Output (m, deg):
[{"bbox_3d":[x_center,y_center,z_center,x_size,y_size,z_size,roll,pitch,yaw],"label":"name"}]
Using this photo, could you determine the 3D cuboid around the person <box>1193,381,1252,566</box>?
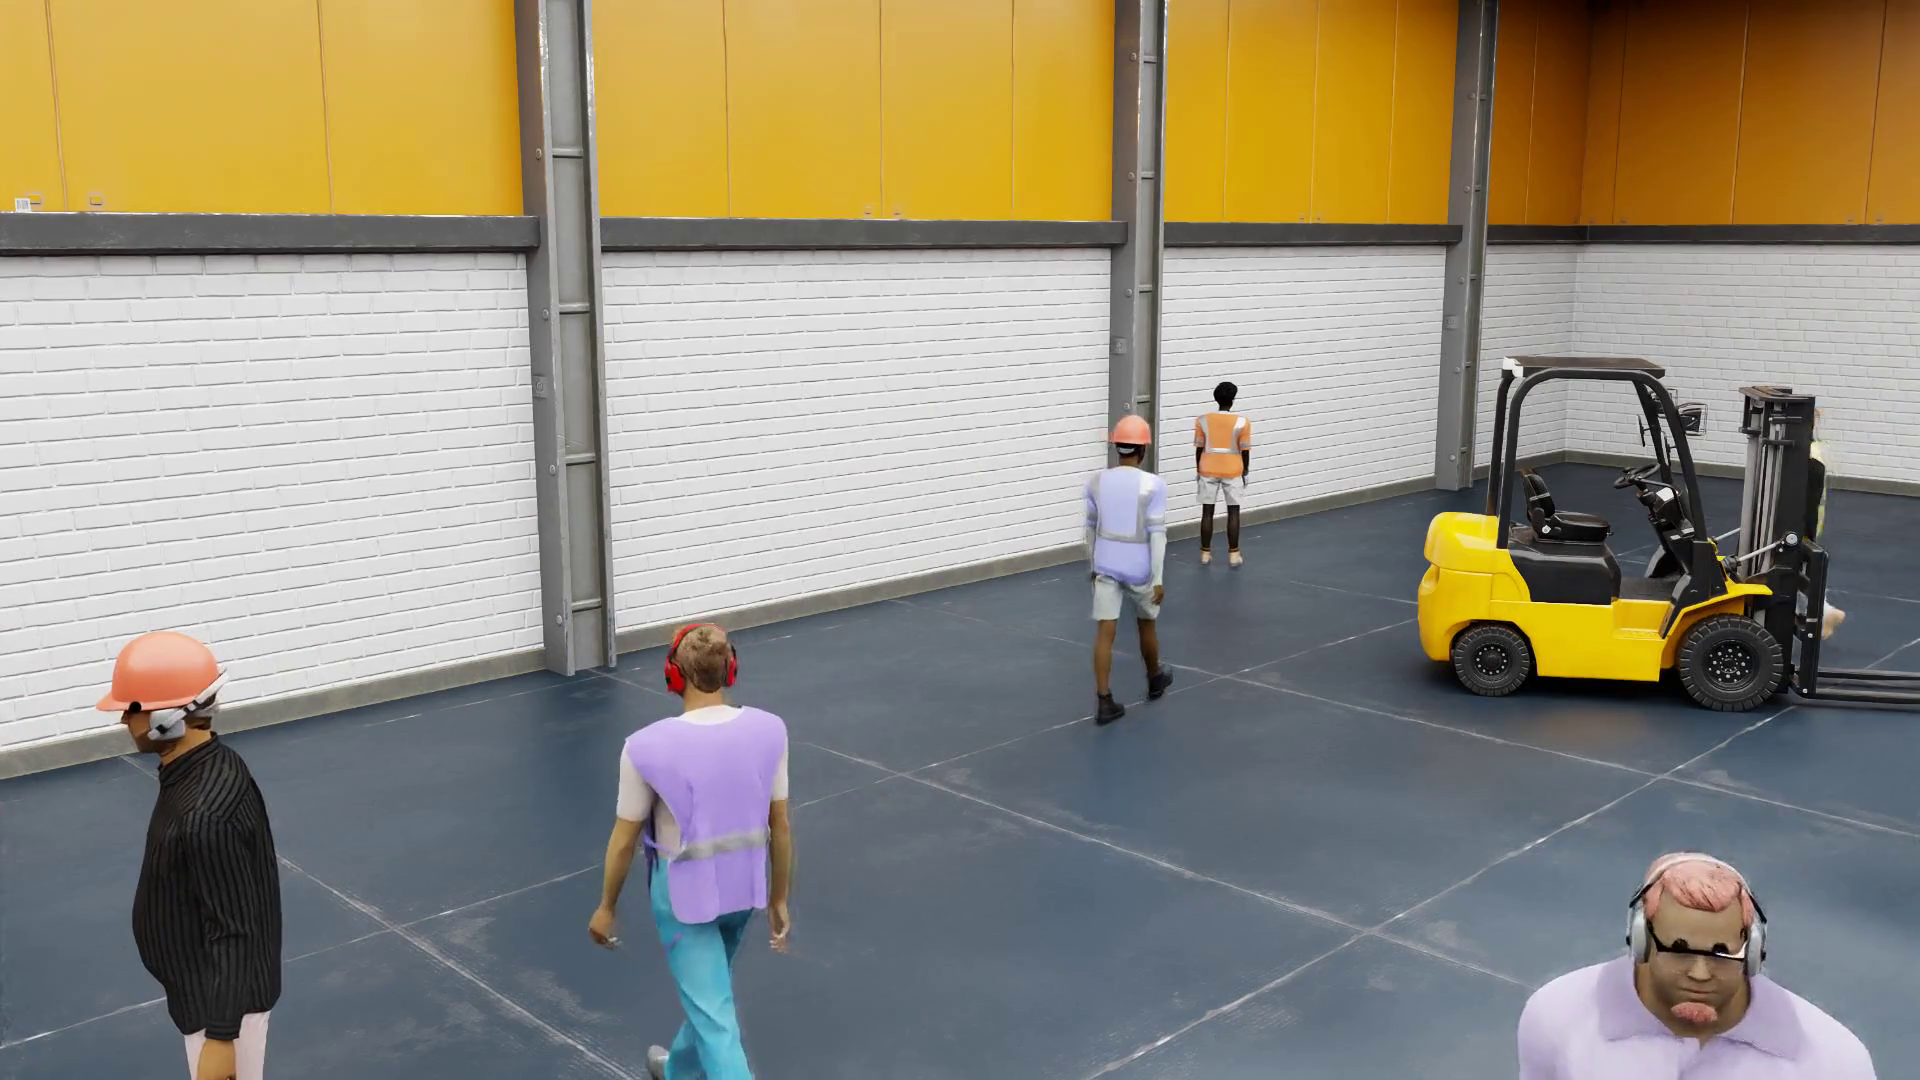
[{"bbox_3d":[2.390,-0.603,15.199,0.539,1.691,0.318,4,11,18],"label":"person"}]

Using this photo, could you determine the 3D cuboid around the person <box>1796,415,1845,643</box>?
[{"bbox_3d":[5.989,-0.061,11.866,0.630,1.827,0.627,3,11,15],"label":"person"}]

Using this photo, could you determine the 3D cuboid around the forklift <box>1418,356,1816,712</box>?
[{"bbox_3d":[4.276,-0.101,11.076,2.313,2.155,1.214,2,11,13],"label":"forklift"}]

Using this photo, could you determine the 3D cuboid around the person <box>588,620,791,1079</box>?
[{"bbox_3d":[-0.852,1.146,5.364,0.595,1.793,0.959,-9,14,-40],"label":"person"}]

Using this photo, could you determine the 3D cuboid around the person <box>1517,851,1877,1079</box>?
[{"bbox_3d":[1.352,1.519,3.135,0.659,1.869,0.914,4,11,20],"label":"person"}]

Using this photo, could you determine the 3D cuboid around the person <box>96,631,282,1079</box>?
[{"bbox_3d":[-2.023,1.211,4.469,0.395,1.990,0.619,-5,12,-26],"label":"person"}]

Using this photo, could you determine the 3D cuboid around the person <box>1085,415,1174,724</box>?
[{"bbox_3d":[1.078,0.156,10.496,0.573,1.888,0.961,5,12,26],"label":"person"}]
